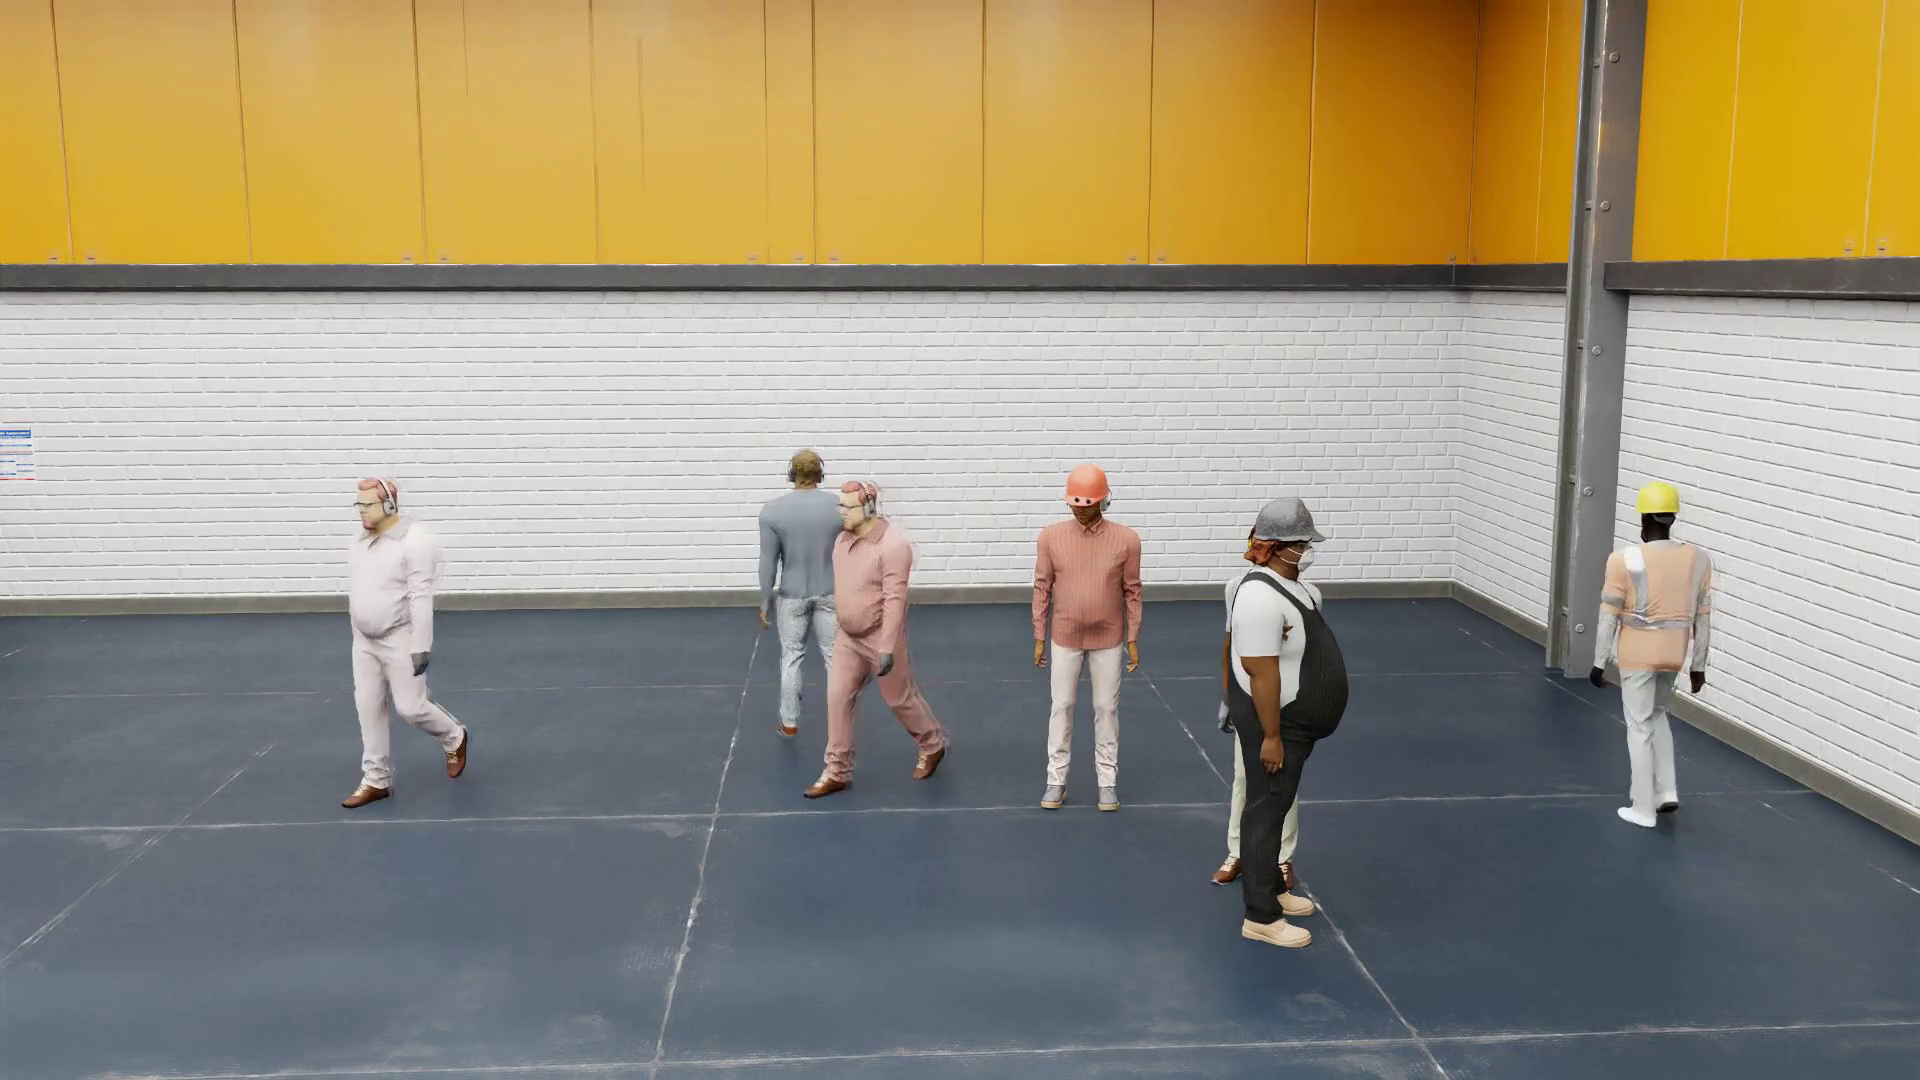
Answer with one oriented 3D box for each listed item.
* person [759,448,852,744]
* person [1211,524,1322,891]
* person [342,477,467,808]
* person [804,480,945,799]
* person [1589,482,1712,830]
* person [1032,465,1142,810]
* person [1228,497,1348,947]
[{"bbox_3d":[-0.978,0.372,10.785,0.653,1.928,0.668,-1,9,-9],"label":"person"},{"bbox_3d":[1.518,0.805,8.194,0.513,1.872,0.331,5,10,27],"label":"person"},{"bbox_3d":[-3.265,0.565,9.631,0.652,1.888,0.725,4,10,26],"label":"person"},{"bbox_3d":[-0.479,0.554,9.809,0.634,1.866,0.937,8,12,42],"label":"person"},{"bbox_3d":[3.785,0.636,9.144,0.587,1.910,0.442,-2,9,-12],"label":"person"},{"bbox_3d":[0.716,0.555,9.408,0.623,1.981,0.404,1,9,7],"label":"person"},{"bbox_3d":[1.504,0.808,7.642,0.538,2.000,0.684,2,9,15],"label":"person"}]
